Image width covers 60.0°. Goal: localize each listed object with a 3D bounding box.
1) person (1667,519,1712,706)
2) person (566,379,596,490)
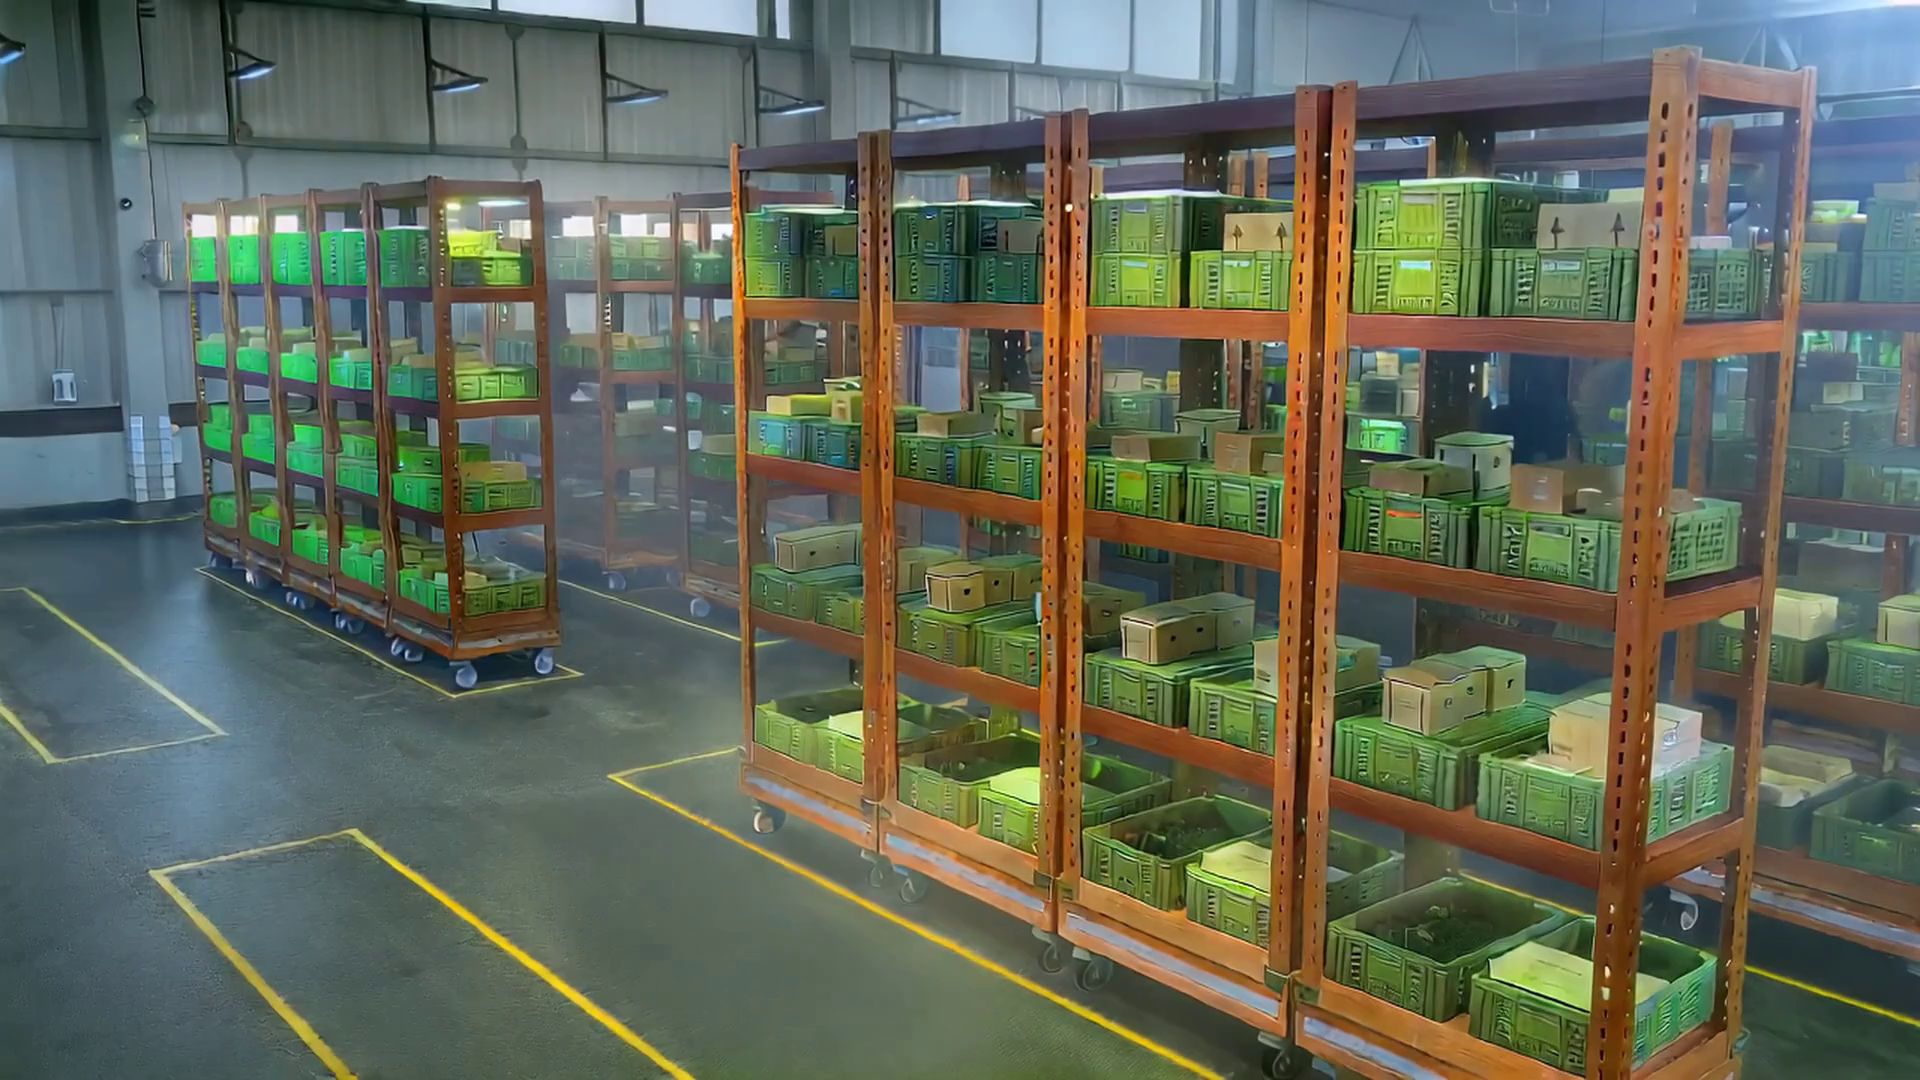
[{"bbox_3d":[4.707,0.342,10.800,0.614,1.787,0.612,-2,10,-10],"label":"person"},{"bbox_3d":[-4.577,-1.122,19.609,0.582,1.798,0.962,9,13,44],"label":"person"}]
